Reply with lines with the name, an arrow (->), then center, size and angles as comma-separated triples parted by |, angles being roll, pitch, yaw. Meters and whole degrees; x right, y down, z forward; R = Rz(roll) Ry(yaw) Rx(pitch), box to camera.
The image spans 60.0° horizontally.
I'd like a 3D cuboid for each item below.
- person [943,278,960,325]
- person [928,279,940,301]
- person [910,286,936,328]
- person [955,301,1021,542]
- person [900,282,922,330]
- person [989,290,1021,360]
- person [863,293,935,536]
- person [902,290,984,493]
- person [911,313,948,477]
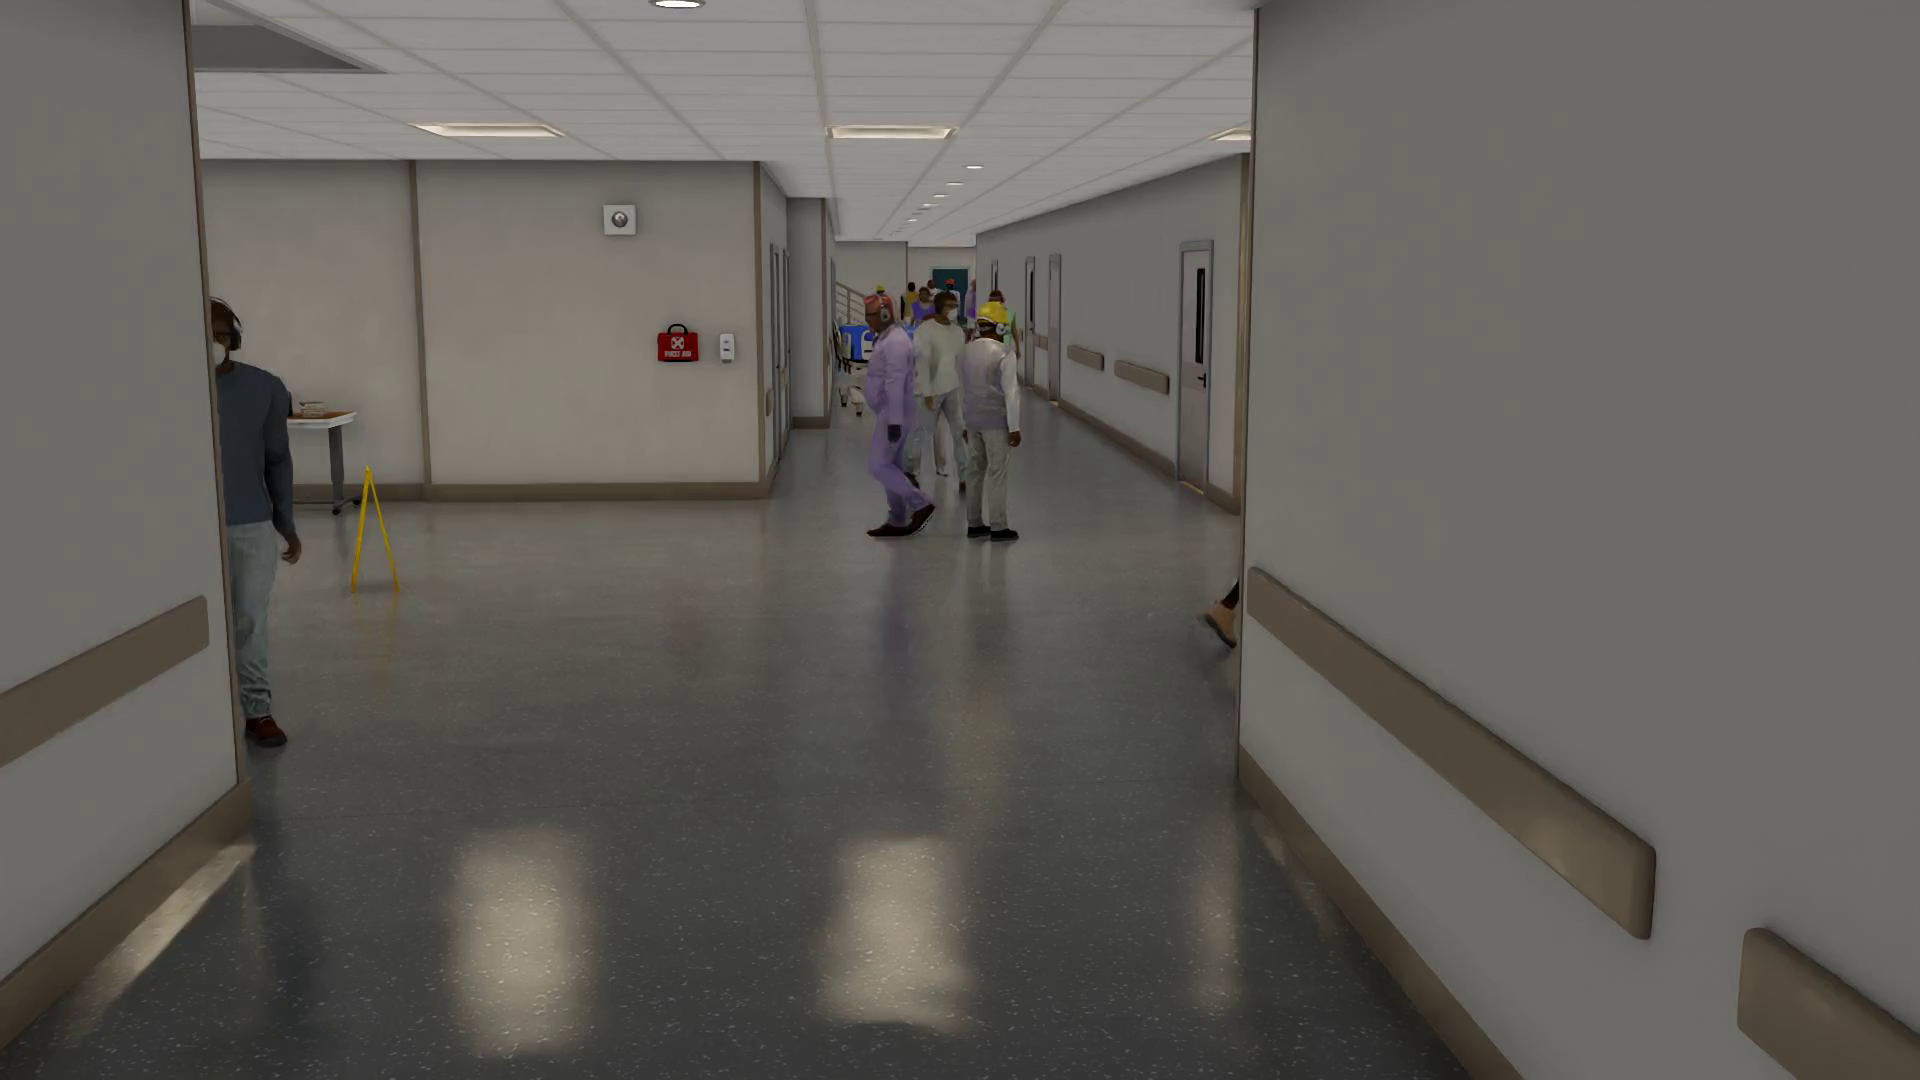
person -> -0.271, -6.249, 45.925 | 0.548, 1.934, 0.375 | -1, 9, -7
person -> -0.939, -7.693, 55.153 | 0.573, 1.882, 0.357 | -2, 9, -12
person -> -0.652, -3.935, 31.765 | 0.600, 1.818, 0.662 | 0, 9, 2
person -> 0.232, -0.900, 12.700 | 0.403, 1.824, 0.593 | -9, 13, -44
person -> -1.311, -6.065, 45.068 | 0.629, 1.843, 0.429 | -1, 9, -9
person -> 0.616, -2.963, 25.712 | 0.634, 1.810, 0.731 | 0, 9, 0
person -> -0.509, -0.943, 12.765 | 0.472, 1.881, 0.683 | -1, 9, -8
person -> -0.215, -1.394, 15.593 | 0.632, 1.899, 1.005 | -8, 12, -40
person -> -0.303, -1.457, 16.758 | 0.512, 1.641, 0.309 | -1, 9, -9
